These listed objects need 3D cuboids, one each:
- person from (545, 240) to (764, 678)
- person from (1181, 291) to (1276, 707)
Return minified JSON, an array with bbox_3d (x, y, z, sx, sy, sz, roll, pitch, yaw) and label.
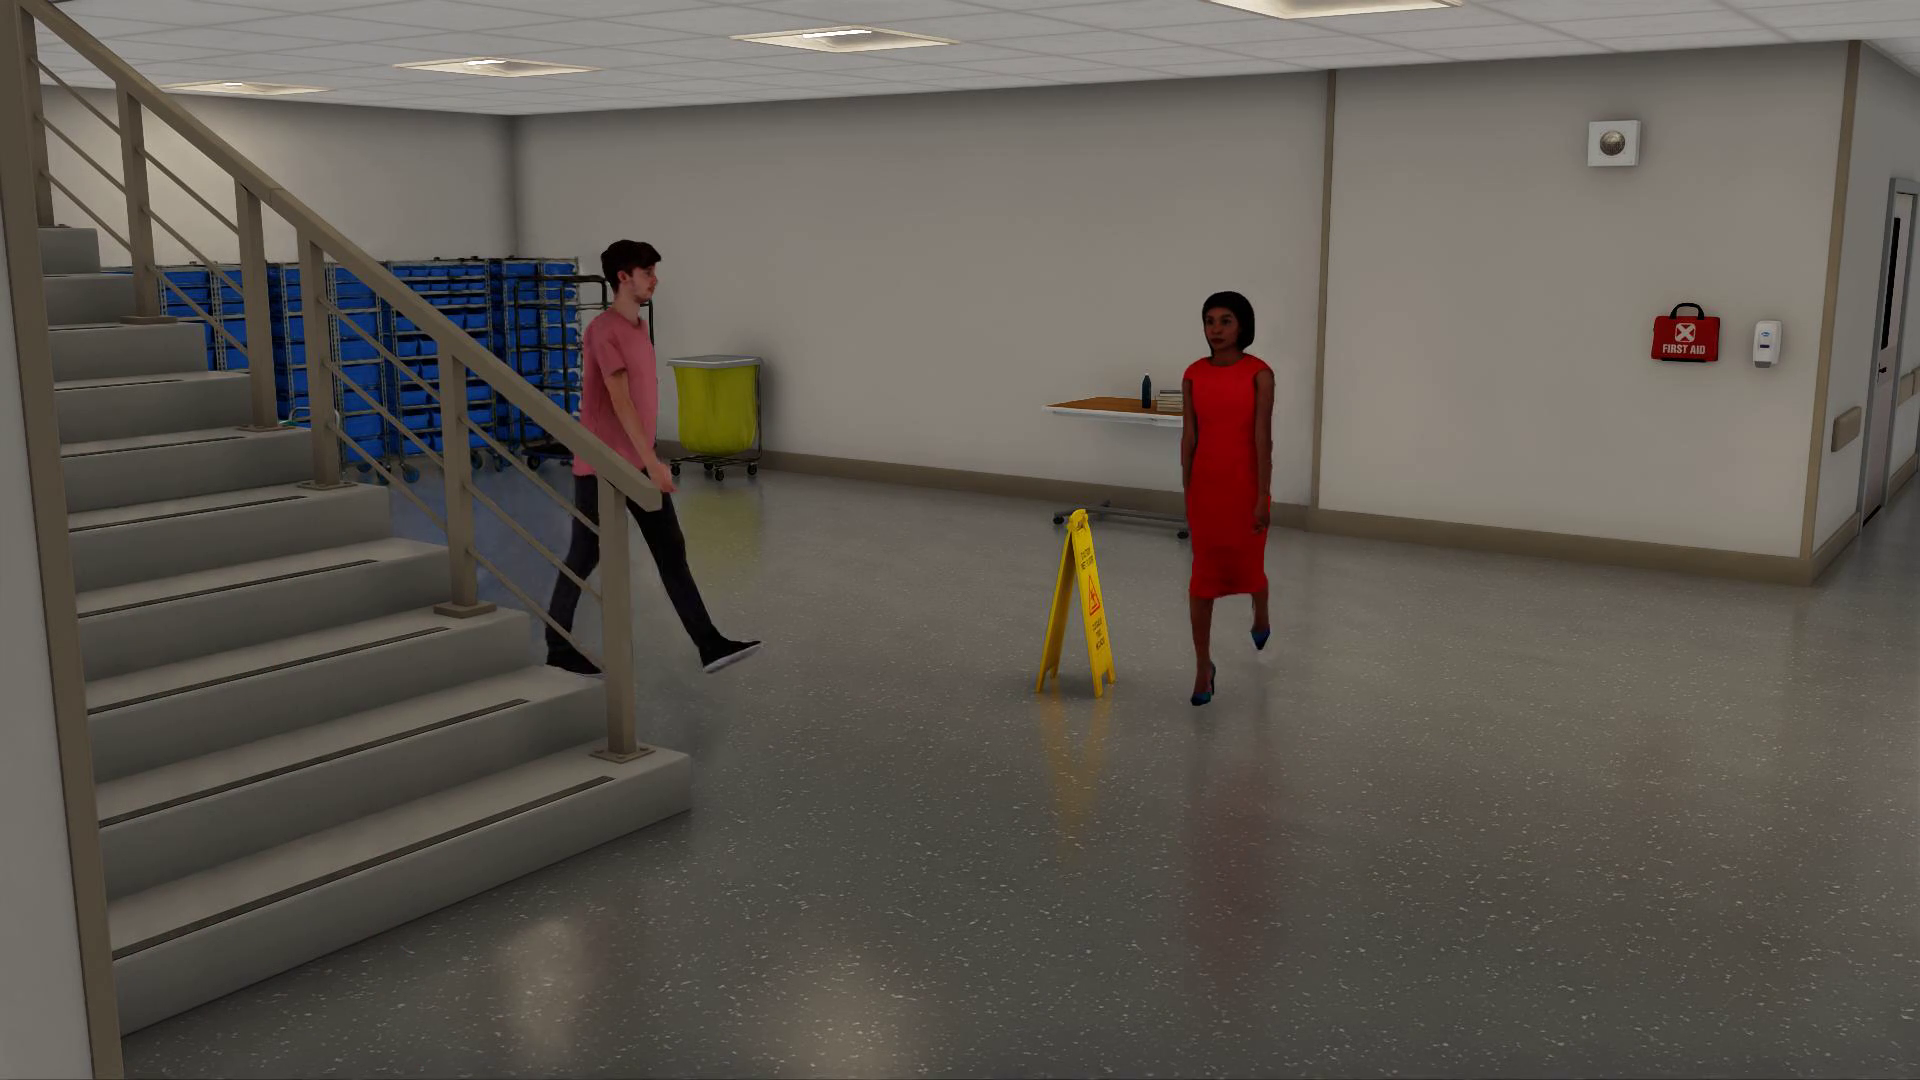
[{"bbox_3d":[-1.579,-0.288,7.226,1.305,1.899,0.902,3,11,16],"label":"person"},{"bbox_3d":[1.183,-0.179,7.133,1.031,1.719,0.796,4,12,21],"label":"person"}]
